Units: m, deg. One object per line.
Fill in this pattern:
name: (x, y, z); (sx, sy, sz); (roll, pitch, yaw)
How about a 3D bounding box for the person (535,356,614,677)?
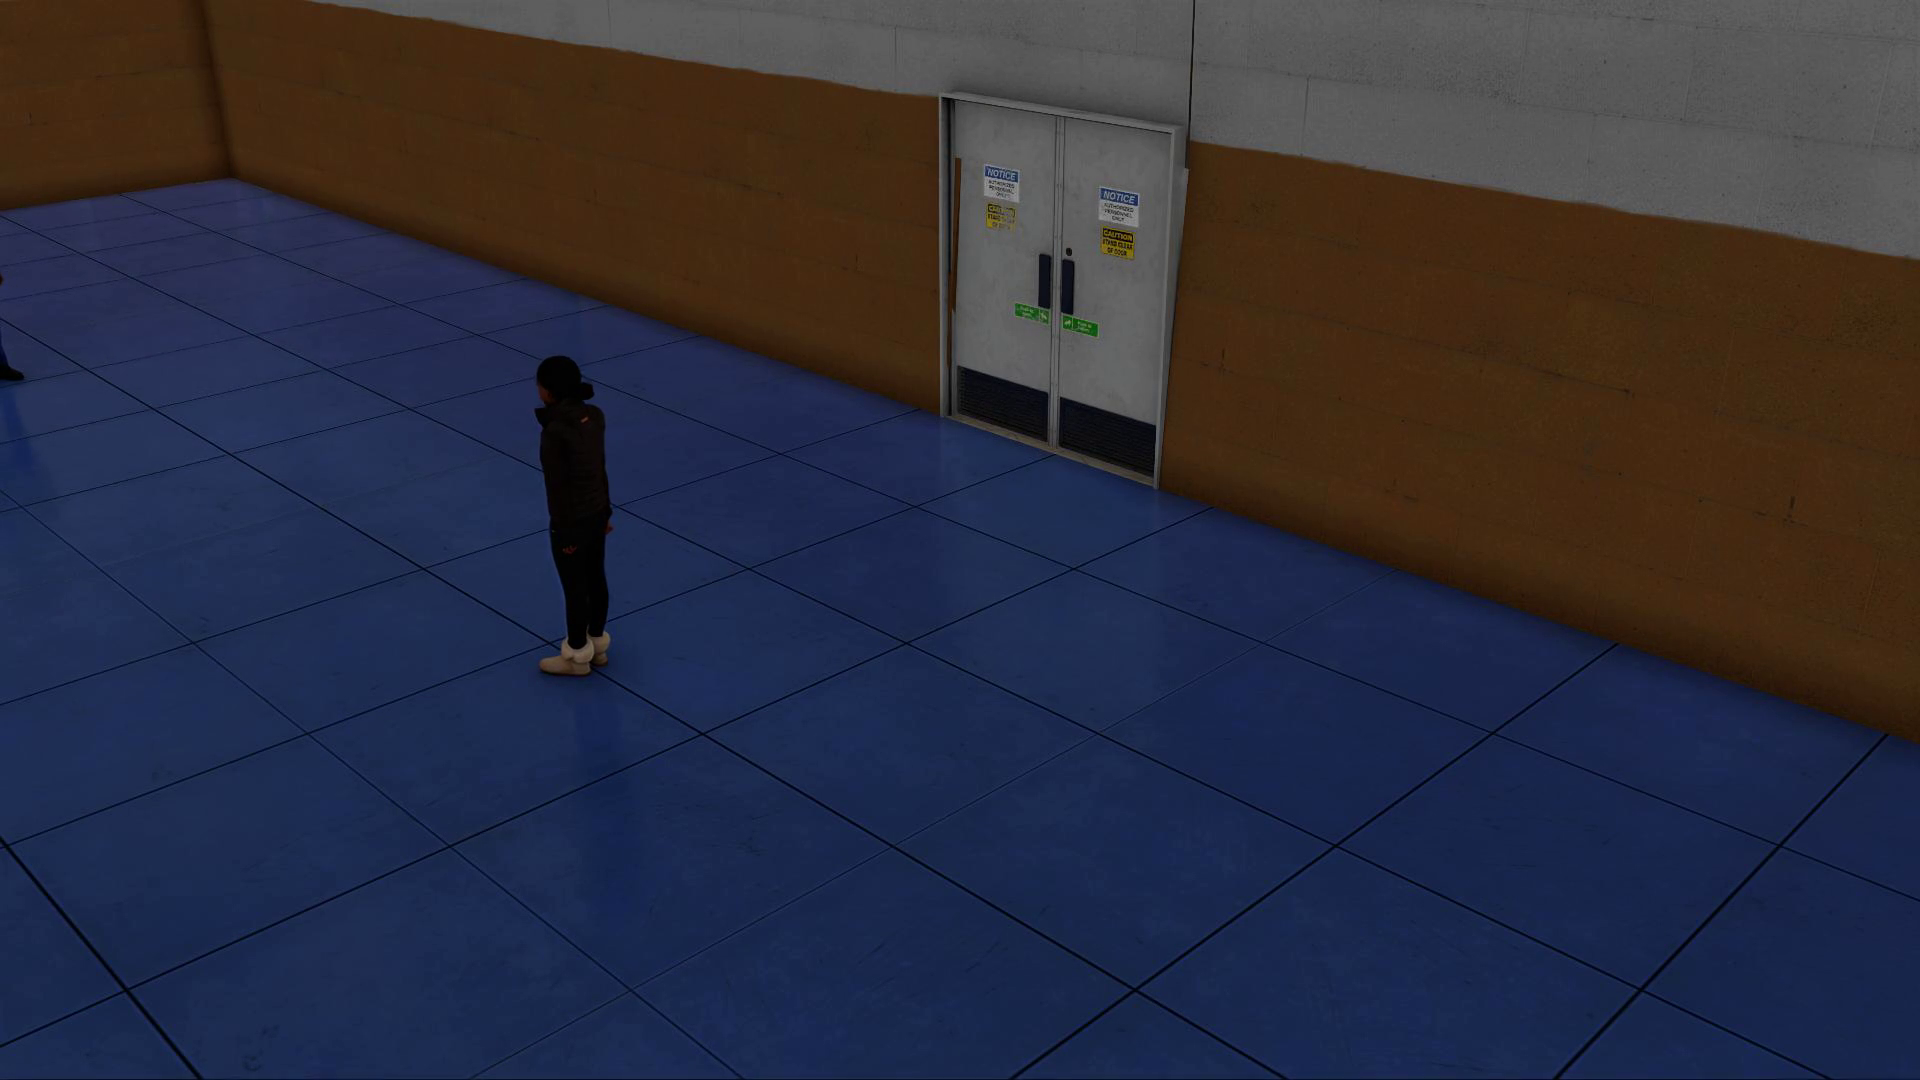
person: (-1.870, -0.105, 8.191); (0.723, 1.664, 0.660); (1, 24, 2)
